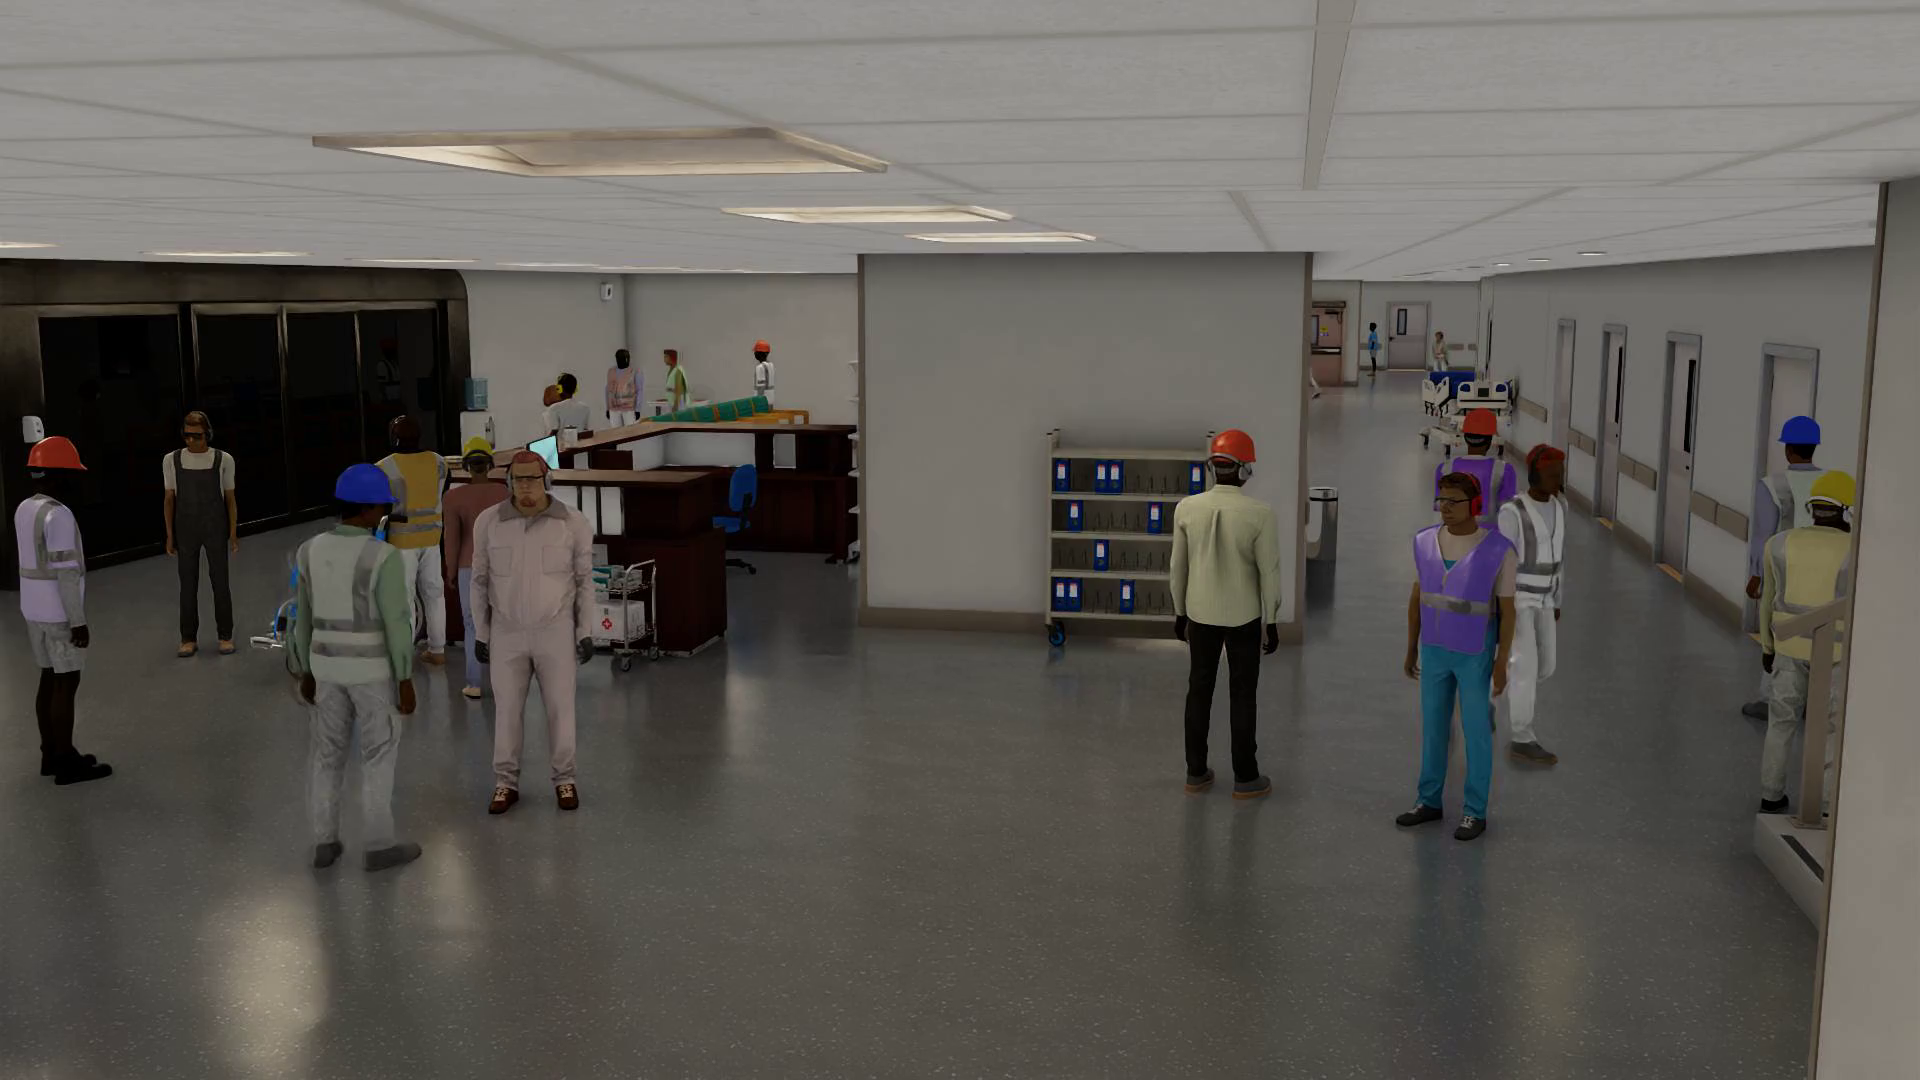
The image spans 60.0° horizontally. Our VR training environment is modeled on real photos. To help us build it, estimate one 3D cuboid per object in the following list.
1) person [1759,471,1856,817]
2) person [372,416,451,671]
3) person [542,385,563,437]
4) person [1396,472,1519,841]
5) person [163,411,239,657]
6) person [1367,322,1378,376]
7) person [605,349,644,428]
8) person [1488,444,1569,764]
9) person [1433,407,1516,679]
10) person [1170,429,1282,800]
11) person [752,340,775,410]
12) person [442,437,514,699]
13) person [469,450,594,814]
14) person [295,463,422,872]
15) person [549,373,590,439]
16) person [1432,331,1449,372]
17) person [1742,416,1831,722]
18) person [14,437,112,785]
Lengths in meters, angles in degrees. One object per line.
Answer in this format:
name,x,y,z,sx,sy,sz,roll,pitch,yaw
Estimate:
person,4.411,0.555,8.542,0.404,1.823,0.589,-8,12,-42
person,-3.963,0.026,11.971,0.429,1.844,0.627,6,11,37
person,-4.686,-0.987,19.384,0.268,1.631,0.507,4,9,25
person,2.510,0.570,8.354,0.377,1.841,0.567,-8,12,-42
person,-5.669,-0.045,12.443,0.505,1.839,0.344,-3,9,-19
person,13.091,-6.045,52.730,0.322,1.697,0.535,3,9,19
person,-5.138,-1.994,25.378,0.627,1.844,0.429,3,9,17
person,3.263,0.353,9.746,0.590,1.862,0.606,-6,10,-34
person,3.519,0.064,11.393,0.544,1.939,0.372,5,10,28
person,1.445,0.398,8.994,0.624,1.990,0.397,5,10,32
person,-3.126,-2.197,26.388,0.347,1.943,0.544,2,9,13
person,-3.194,0.188,11.178,0.523,1.760,0.329,-3,9,-21
person,-2.241,0.481,8.726,0.636,1.911,0.405,-1,9,-9
person,-2.866,0.610,7.876,0.678,1.933,0.408,4,9,22
person,-4.158,-0.854,17.766,0.339,1.857,0.516,7,11,39
person,13.351,-4.978,45.991,0.701,1.604,0.522,-8,12,-42
person,5.277,0.190,10.525,0.603,1.948,0.384,-1,9,-9
person,-5.010,0.389,9.278,0.545,1.929,0.390,8,11,41
